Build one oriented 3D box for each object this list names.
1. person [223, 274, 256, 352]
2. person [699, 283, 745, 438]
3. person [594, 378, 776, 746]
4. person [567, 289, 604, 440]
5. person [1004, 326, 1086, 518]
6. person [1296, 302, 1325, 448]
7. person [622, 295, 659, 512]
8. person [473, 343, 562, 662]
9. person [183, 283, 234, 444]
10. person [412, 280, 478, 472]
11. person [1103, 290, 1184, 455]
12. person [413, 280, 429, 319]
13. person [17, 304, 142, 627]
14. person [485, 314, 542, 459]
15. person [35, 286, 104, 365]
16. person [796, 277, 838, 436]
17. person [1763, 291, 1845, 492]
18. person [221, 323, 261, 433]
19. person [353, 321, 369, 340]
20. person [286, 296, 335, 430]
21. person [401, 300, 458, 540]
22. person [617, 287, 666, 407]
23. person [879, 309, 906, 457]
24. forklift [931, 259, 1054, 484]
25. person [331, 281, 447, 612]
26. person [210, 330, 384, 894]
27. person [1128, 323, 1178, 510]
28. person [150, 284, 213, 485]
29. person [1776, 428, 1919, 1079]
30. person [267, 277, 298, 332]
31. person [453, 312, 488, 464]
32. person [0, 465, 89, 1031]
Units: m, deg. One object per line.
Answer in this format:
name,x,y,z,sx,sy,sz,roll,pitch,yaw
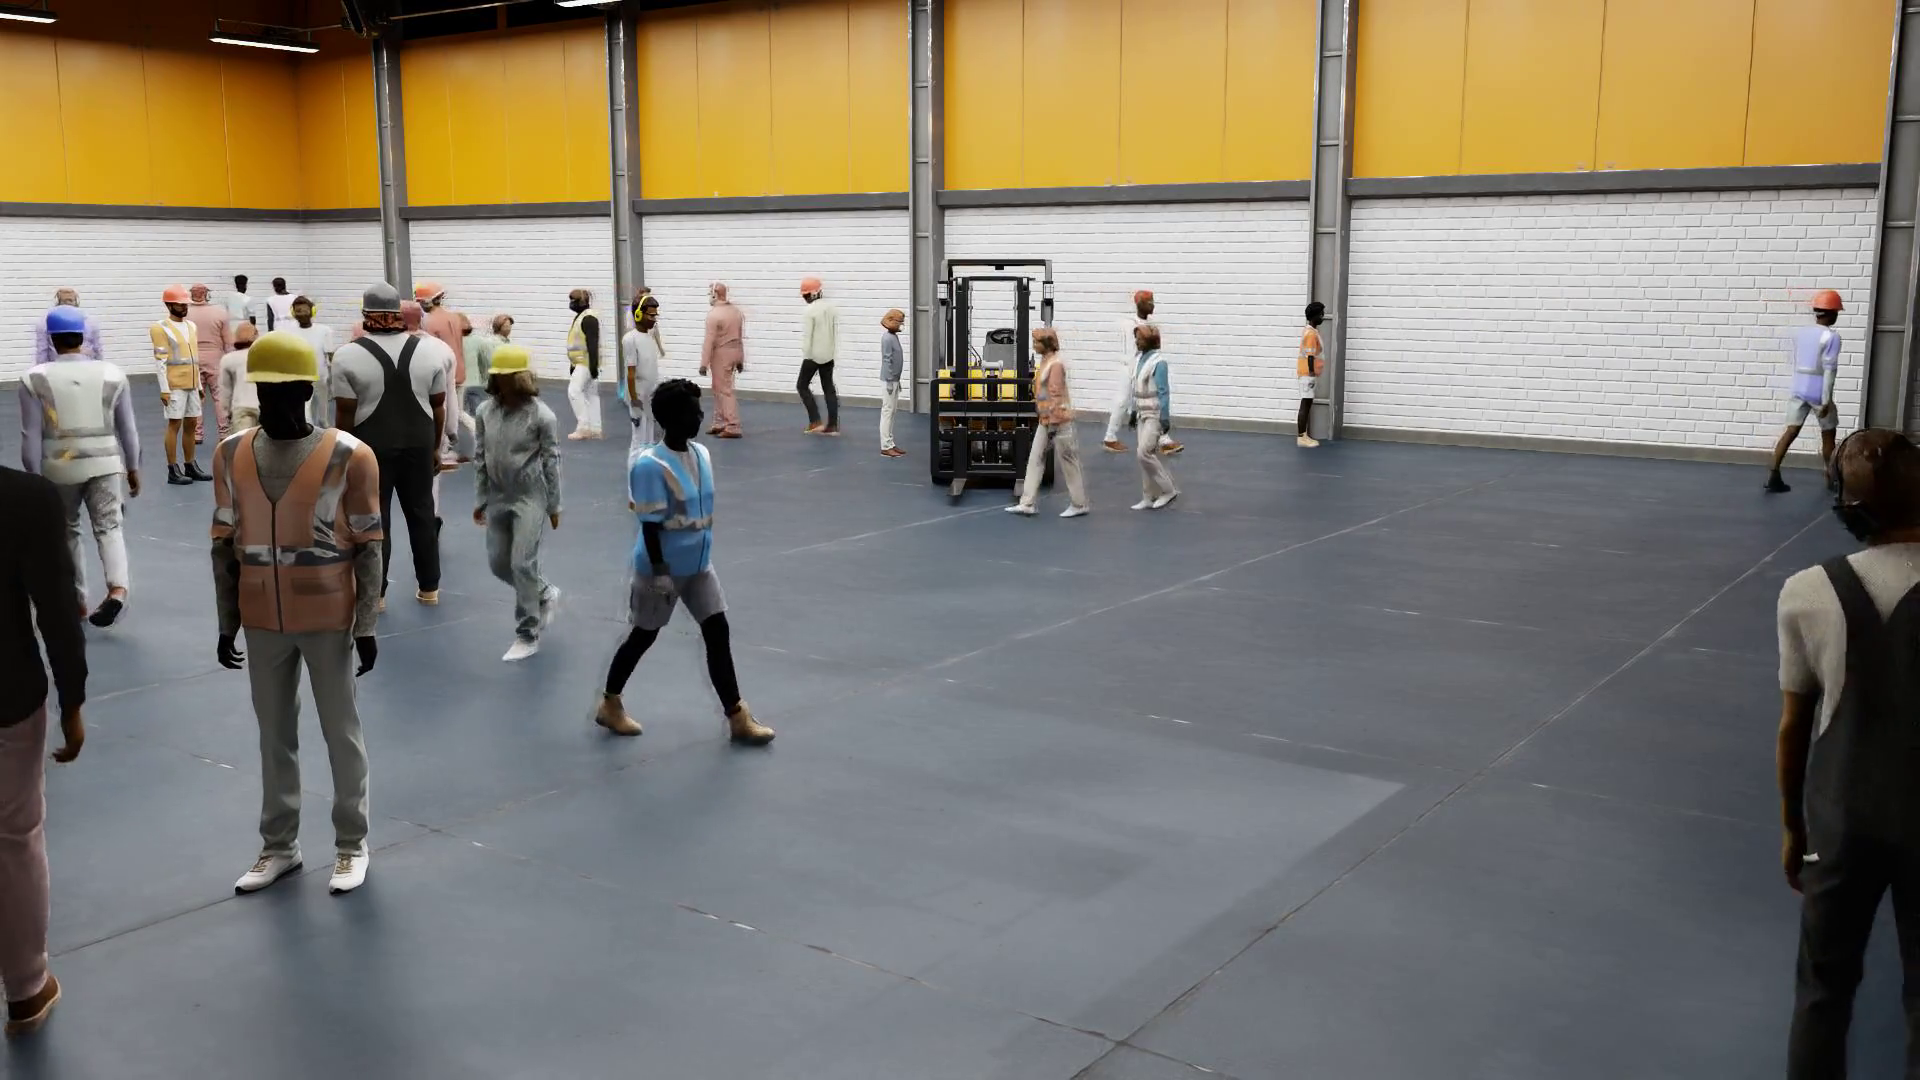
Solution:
person,-12.555,-3.653,28.988,0.614,1.942,0.892,1,10,6
person,-2.982,-2.184,20.291,0.702,1.885,0.661,4,10,22
person,-1.293,0.099,7.439,0.883,1.651,0.546,5,11,27
person,-4.585,-2.105,20.035,0.570,1.824,0.647,-4,10,-21
person,0.717,-0.979,13.957,0.772,1.596,0.634,-2,10,-13
person,4.071,-1.916,19.318,0.318,1.691,0.534,1,10,8
person,-2.721,-1.168,14.371,0.329,1.857,0.512,1,10,8
person,-2.388,-0.229,9.154,0.489,1.722,0.592,4,10,21
person,-8.923,-2.082,19.667,0.652,1.904,0.402,-3,10,-17
person,-5.181,-1.651,16.923,0.718,1.964,0.637,3,10,19
person,2.025,-1.866,18.603,1.008,1.830,0.600,7,12,35
person,-7.412,-2.640,23.002,0.607,1.900,0.703,-6,11,-30
person,-5.126,-0.419,9.760,0.643,1.912,0.871,-7,12,-36
person,-4.892,-1.625,17.883,0.860,1.589,0.539,4,10,20
person,-9.704,-1.821,18.166,0.652,1.890,0.719,-6,11,-30
person,-1.778,-2.255,20.515,0.572,1.959,0.676,6,11,33
person,7.968,-1.380,15.558,0.988,1.889,0.563,-4,10,-21
person,-6.475,-1.186,15.243,0.520,1.579,0.875,-2,10,-11
person,-7.031,-2.053,19.936,0.467,1.751,0.546,9,13,42
person,-6.696,-1.606,17.183,0.505,1.809,1.026,-3,10,-19
person,-4.052,-0.851,12.445,0.645,1.879,0.829,-7,12,-37
person,-4.698,-2.822,24.414,0.979,1.794,0.557,4,10,25
person,-0.748,-1.744,18.461,0.281,1.633,0.499,1,10,8
forklift,0.370,-1.738,16.759,1.214,2.155,2.313,1,10,3
person,-3.558,-0.582,10.330,0.682,2.000,0.537,-7,12,-36
person,-2.264,0.252,5.691,0.587,1.930,0.359,0,10,3
person,1.632,-1.050,14.335,0.353,1.628,0.525,-3,10,-17
person,-7.549,-1.510,16.162,0.360,1.936,0.552,3,10,15
person,2.099,0.682,3.573,0.358,1.811,0.702,-9,13,-43
person,-11.481,-3.538,28.412,0.636,1.882,0.463,-6,11,-33
person,-5.189,-1.604,17.640,0.515,1.615,0.531,9,13,43
person,-2.695,0.432,4.478,0.644,1.976,0.598,-4,10,-21
